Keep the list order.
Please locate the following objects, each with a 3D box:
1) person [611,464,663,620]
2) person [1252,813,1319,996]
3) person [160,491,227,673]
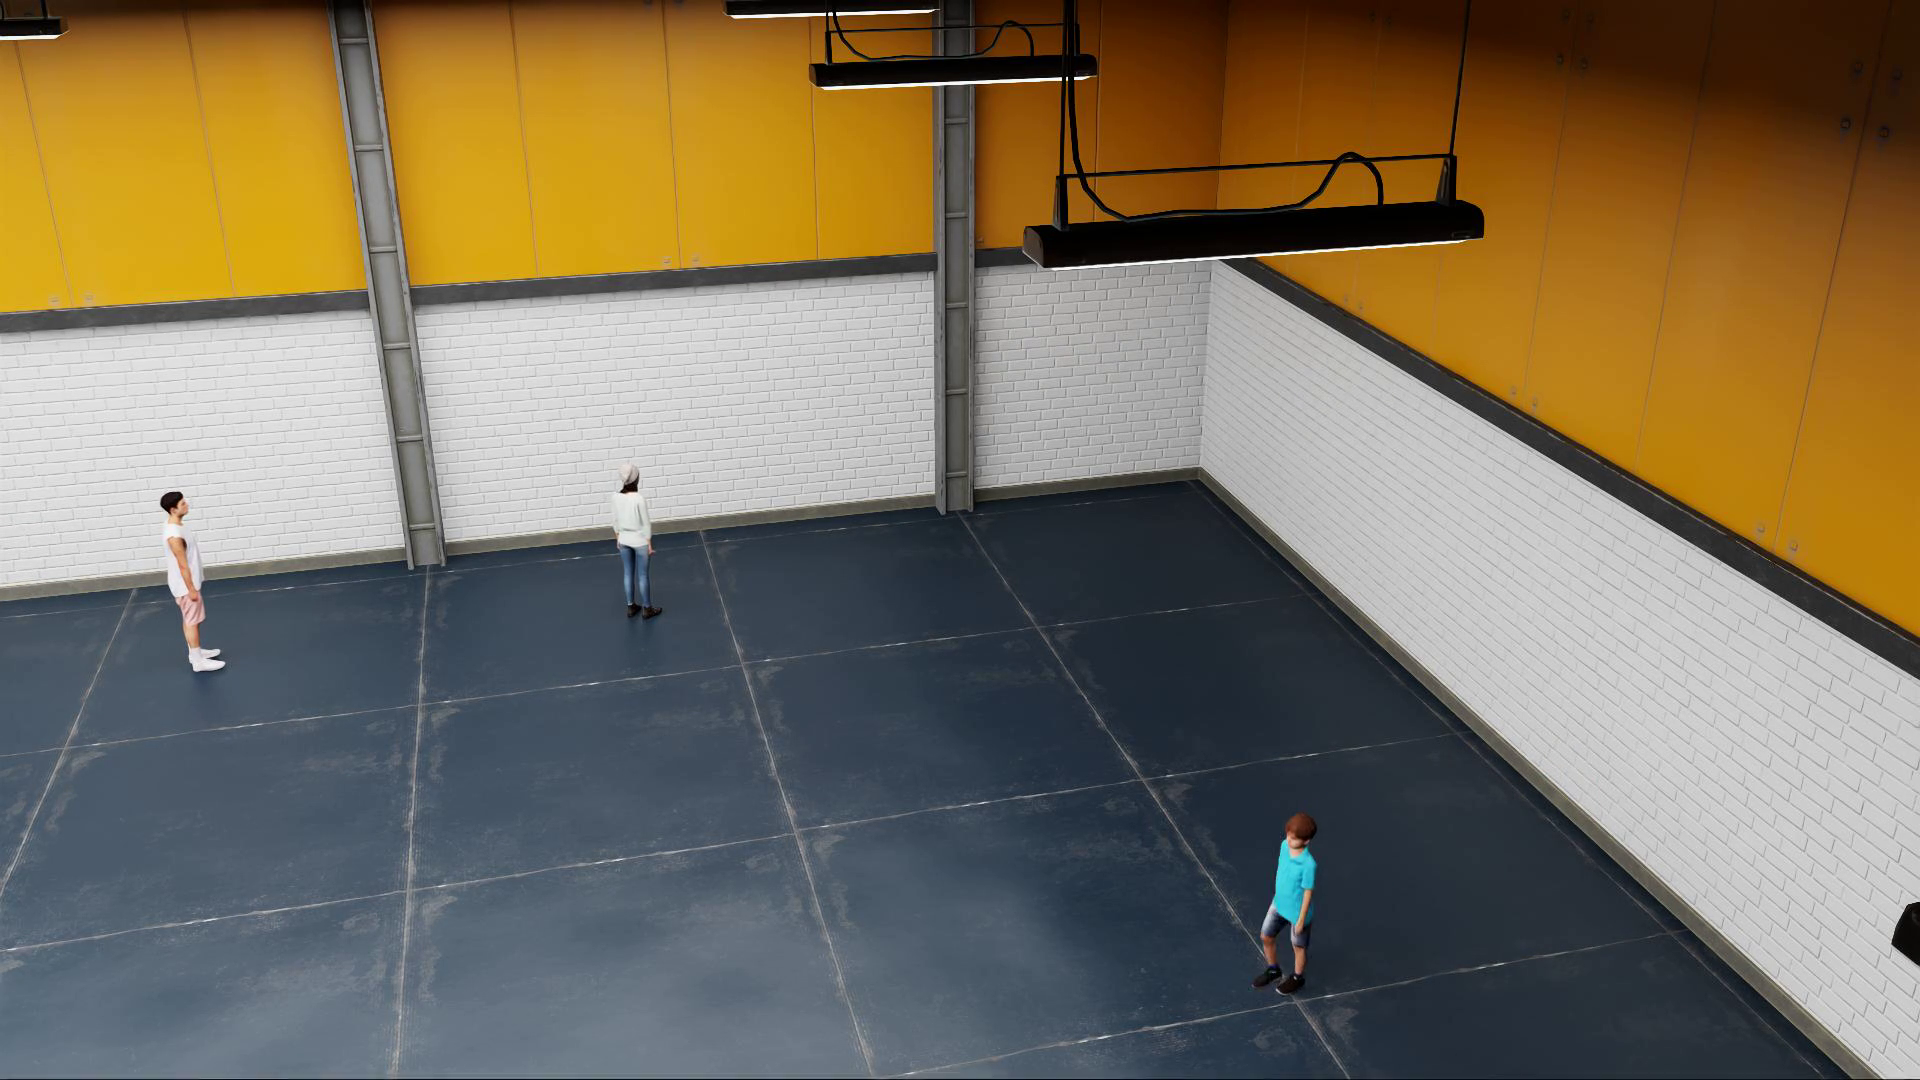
[{"bbox_3d":[-3.293,0.003,16.795,0.614,1.652,0.700,9,25,20],"label":"person"},{"bbox_3d":[2.340,2.474,11.407,0.655,1.440,0.619,-13,27,-26],"label":"person"},{"bbox_3d":[-7.345,0.383,15.754,0.642,1.789,0.685,-11,26,-24],"label":"person"}]
